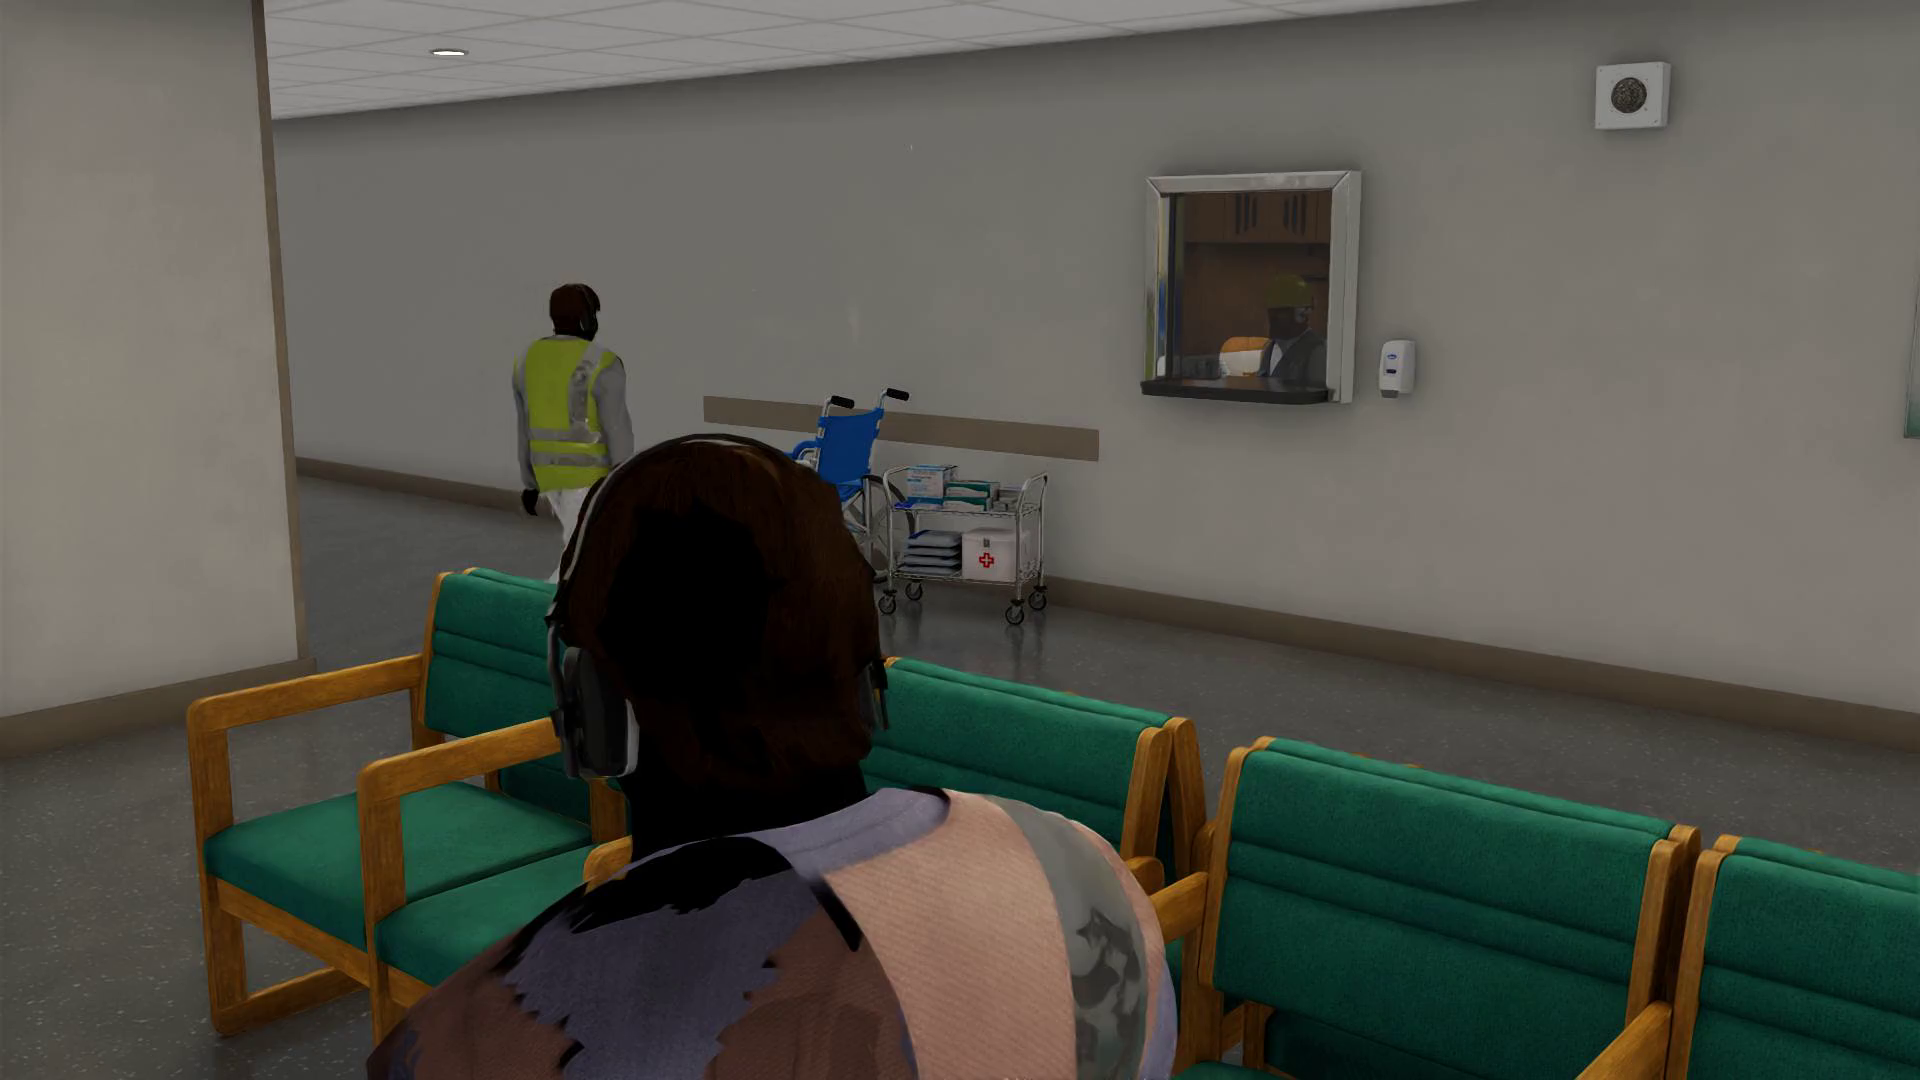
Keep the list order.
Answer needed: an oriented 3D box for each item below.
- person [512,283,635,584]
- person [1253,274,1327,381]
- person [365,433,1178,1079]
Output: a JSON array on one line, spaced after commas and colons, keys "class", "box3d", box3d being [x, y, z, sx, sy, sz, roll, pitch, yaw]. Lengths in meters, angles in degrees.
[{"class": "person", "box3d": [-1.788, -0.278, 7.682, 0.630, 1.811, 0.923, 6, 12, 33]}, {"class": "person", "box3d": [1.781, -0.515, 8.981, 0.405, 1.823, 0.590, -4, 11, -22]}, {"class": "person", "box3d": [-0.143, 0.838, 1.229, 0.619, 1.838, 0.430, -8, 13, -38]}]
